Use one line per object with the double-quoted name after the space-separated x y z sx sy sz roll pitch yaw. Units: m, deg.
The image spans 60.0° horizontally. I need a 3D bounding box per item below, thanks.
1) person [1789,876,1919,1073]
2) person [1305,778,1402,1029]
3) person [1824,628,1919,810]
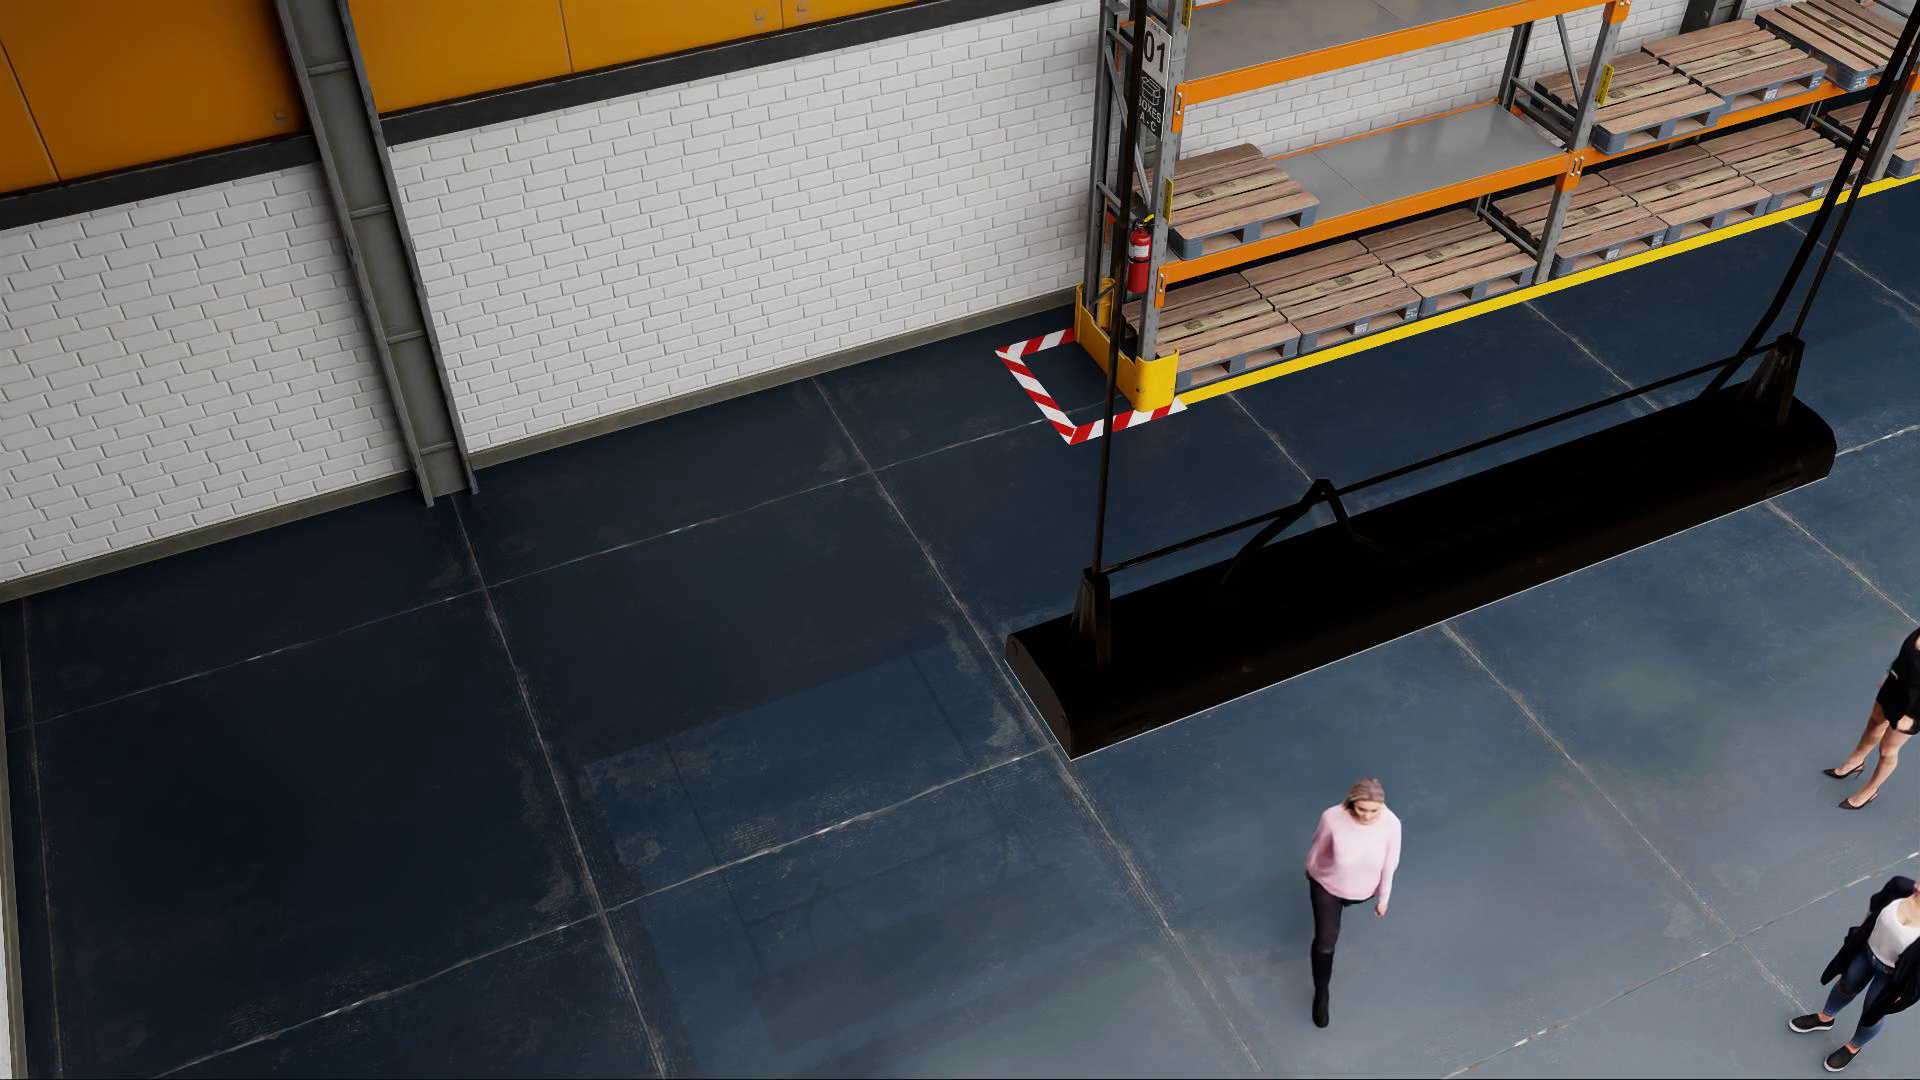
4.863 2.200 8.710 0.568 1.684 0.638 -15 46 -15 "person"
2.133 1.801 9.160 1.158 1.641 1.060 4 44 5 "person"
5.648 0.956 9.954 0.647 1.769 0.641 2 44 2 "person"
